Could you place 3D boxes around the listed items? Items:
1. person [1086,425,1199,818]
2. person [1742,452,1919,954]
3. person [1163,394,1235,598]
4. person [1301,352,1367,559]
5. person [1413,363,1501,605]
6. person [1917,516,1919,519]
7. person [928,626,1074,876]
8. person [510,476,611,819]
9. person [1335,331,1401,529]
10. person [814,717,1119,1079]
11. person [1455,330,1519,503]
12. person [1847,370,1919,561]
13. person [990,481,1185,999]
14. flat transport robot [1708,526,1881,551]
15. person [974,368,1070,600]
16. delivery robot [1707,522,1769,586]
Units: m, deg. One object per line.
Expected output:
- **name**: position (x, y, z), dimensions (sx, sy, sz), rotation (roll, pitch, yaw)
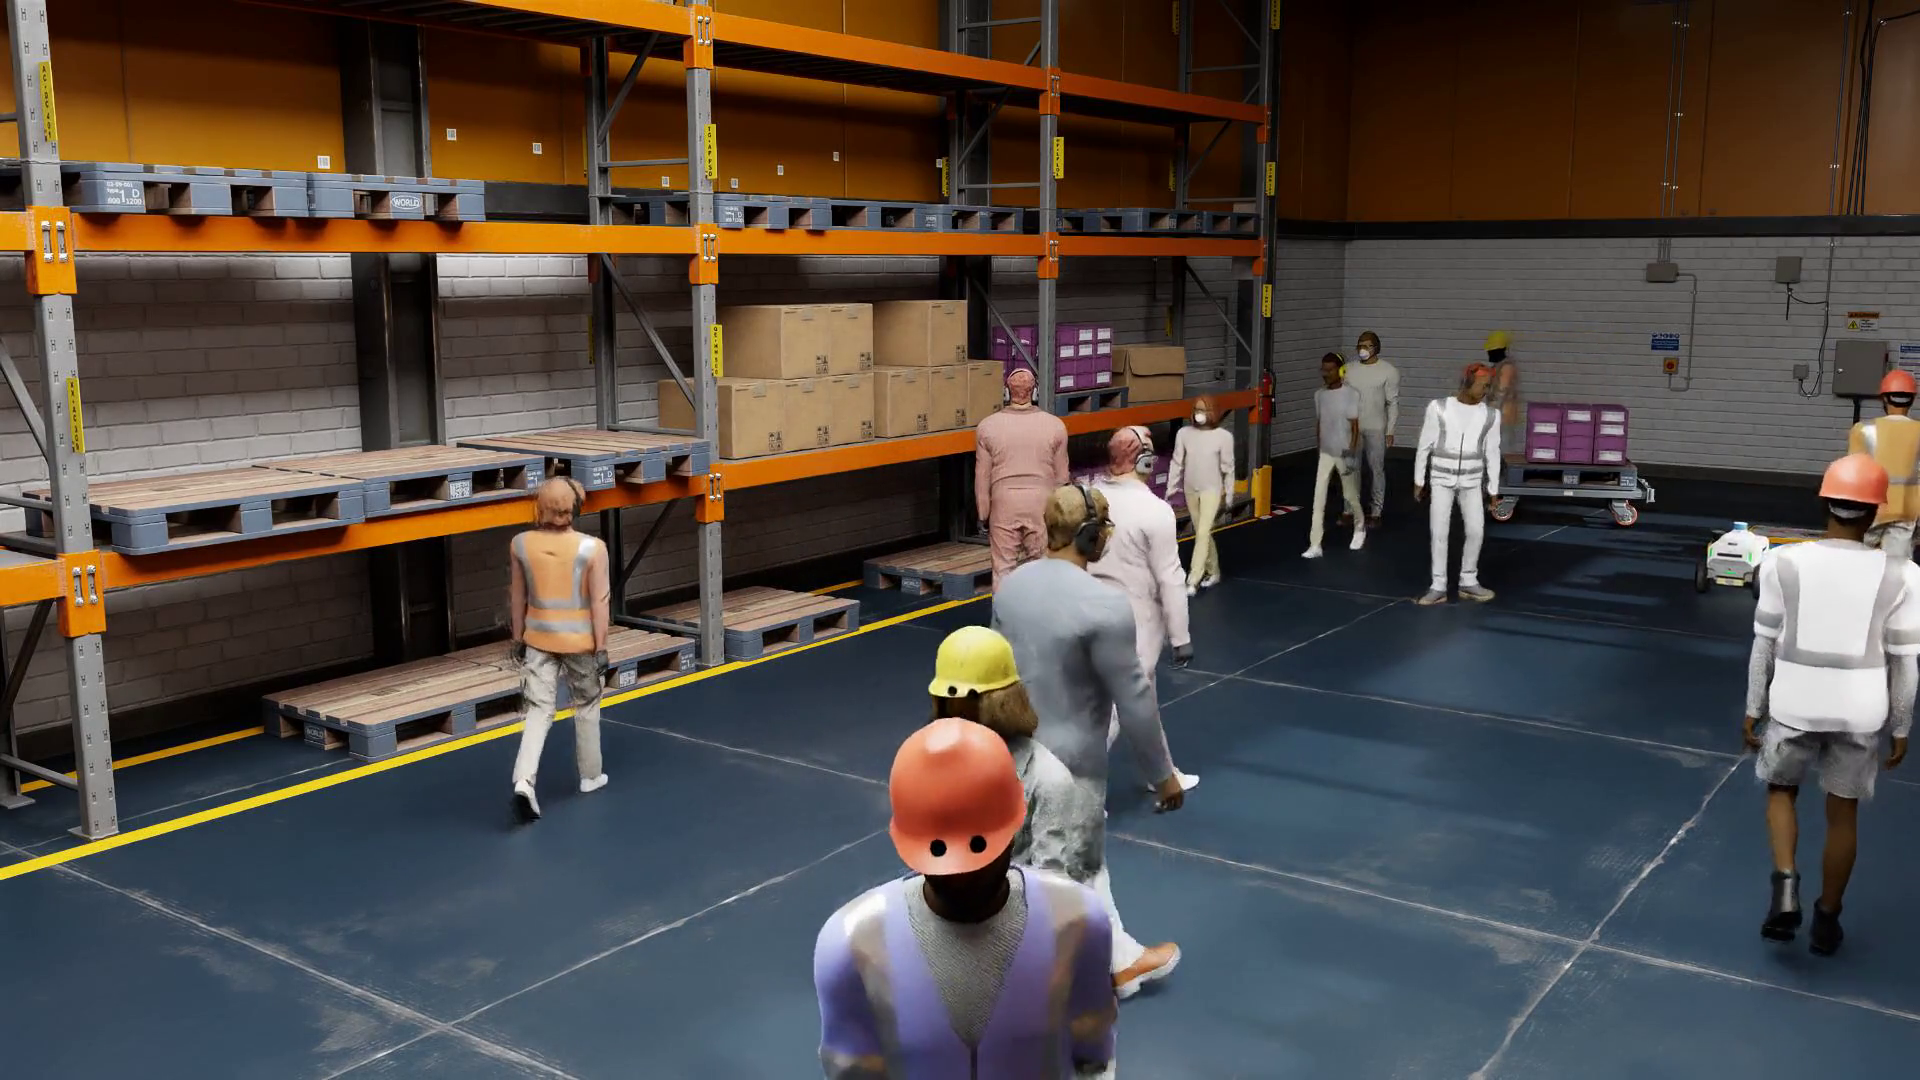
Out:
- **person**: position (0.796, 0.388, 7.889), dimensions (0.996, 1.863, 0.654), rotation (-6, 11, -33)
- **person**: position (3.244, 0.634, 6.216), dimensions (0.568, 1.922, 0.475), rotation (5, 11, 28)
- **person**: position (1.905, -0.362, 13.152), dimensions (0.503, 1.587, 0.871), rotation (8, 12, 38)
- **person**: position (3.406, -0.774, 14.909), dimensions (0.524, 1.834, 0.966), rotation (8, 12, 40)
- **person**: position (3.808, -0.422, 12.721), dimensions (0.685, 1.858, 0.384), rotation (1, 10, 7)
- **person**: position (7.081, -0.292, 11.749), dimensions (0.588, 1.914, 0.433), rotation (6, 11, 31)
- **person**: position (0.035, 1.072, 4.245), dimensions (0.498, 1.709, 0.805), rotation (6, 11, 30)
- **person**: position (-1.920, 0.501, 7.929), dimensions (0.523, 1.611, 0.761), rotation (1, 10, 8)
- **person**: position (4.001, -1.085, 16.403), dimensions (0.635, 1.939, 0.367), rotation (7, 12, 35)
- **person**: position (0.017, 1.180, 3.116), dimensions (0.551, 1.887, 0.820), rotation (-1, 10, -4)
- **person**: position (5.730, -1.319, 17.954), dimensions (0.790, 1.885, 0.598), rotation (1, 10, 5)
- **person**: position (6.215, -0.180, 11.151), dimensions (0.569, 1.897, 0.562), rotation (3, 10, 19)
- **person**: position (0.451, 0.746, 5.635), dimensions (0.993, 1.892, 0.651), rotation (-5, 11, -28)
- **flat transport robot**: position (7.424, 0.044, 14.640), dimensions (1.431, 0.197, 0.652), rotation (7, 12, 35)
- **person**: position (0.417, -0.201, 11.225), dimensions (0.641, 1.913, 0.407), rotation (0, 10, 0)
- **delivery robot**: position (6.166, 0.101, 13.174), dimensions (0.477, 0.478, 0.707), rotation (7, 11, 34)
